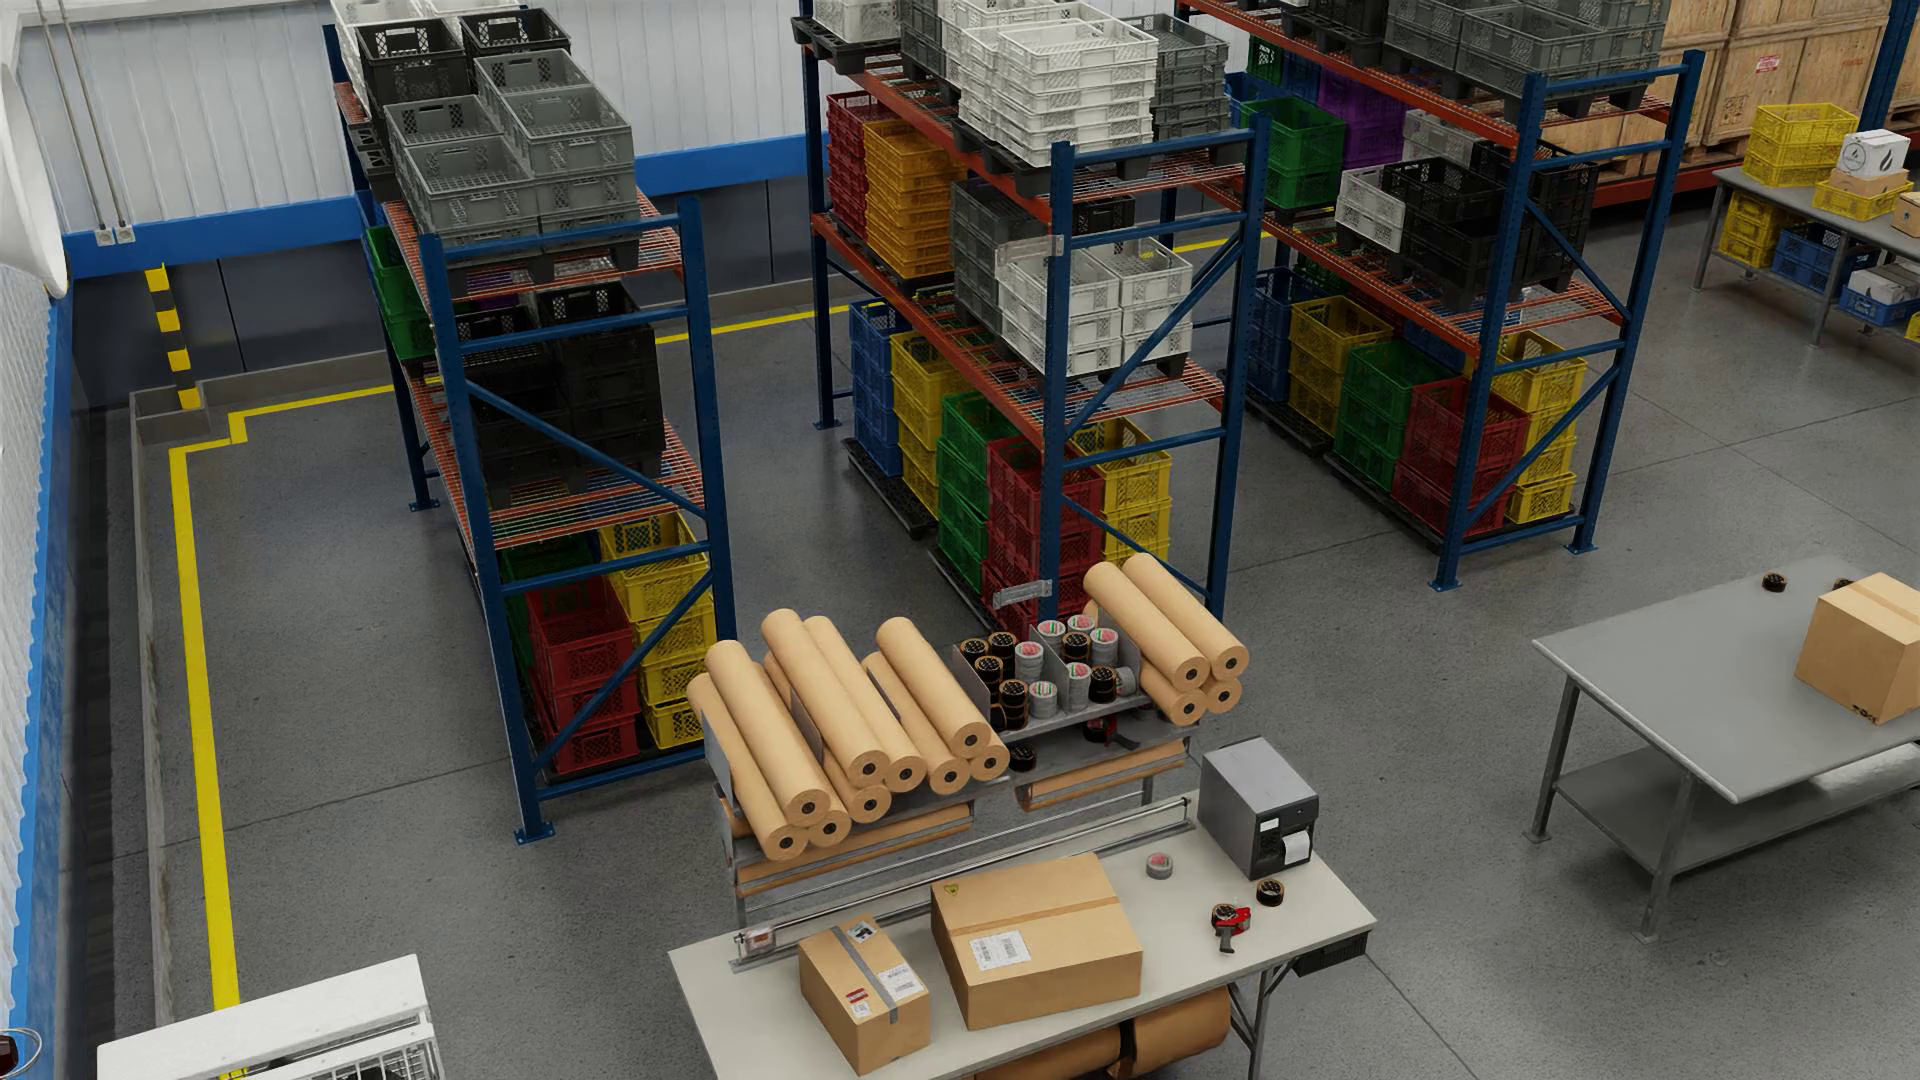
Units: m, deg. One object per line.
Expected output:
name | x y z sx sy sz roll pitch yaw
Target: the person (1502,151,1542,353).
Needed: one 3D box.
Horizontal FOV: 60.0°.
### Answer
person | 3.696 -1.724 11.232 0.337 1.880 0.583 21 37 30
